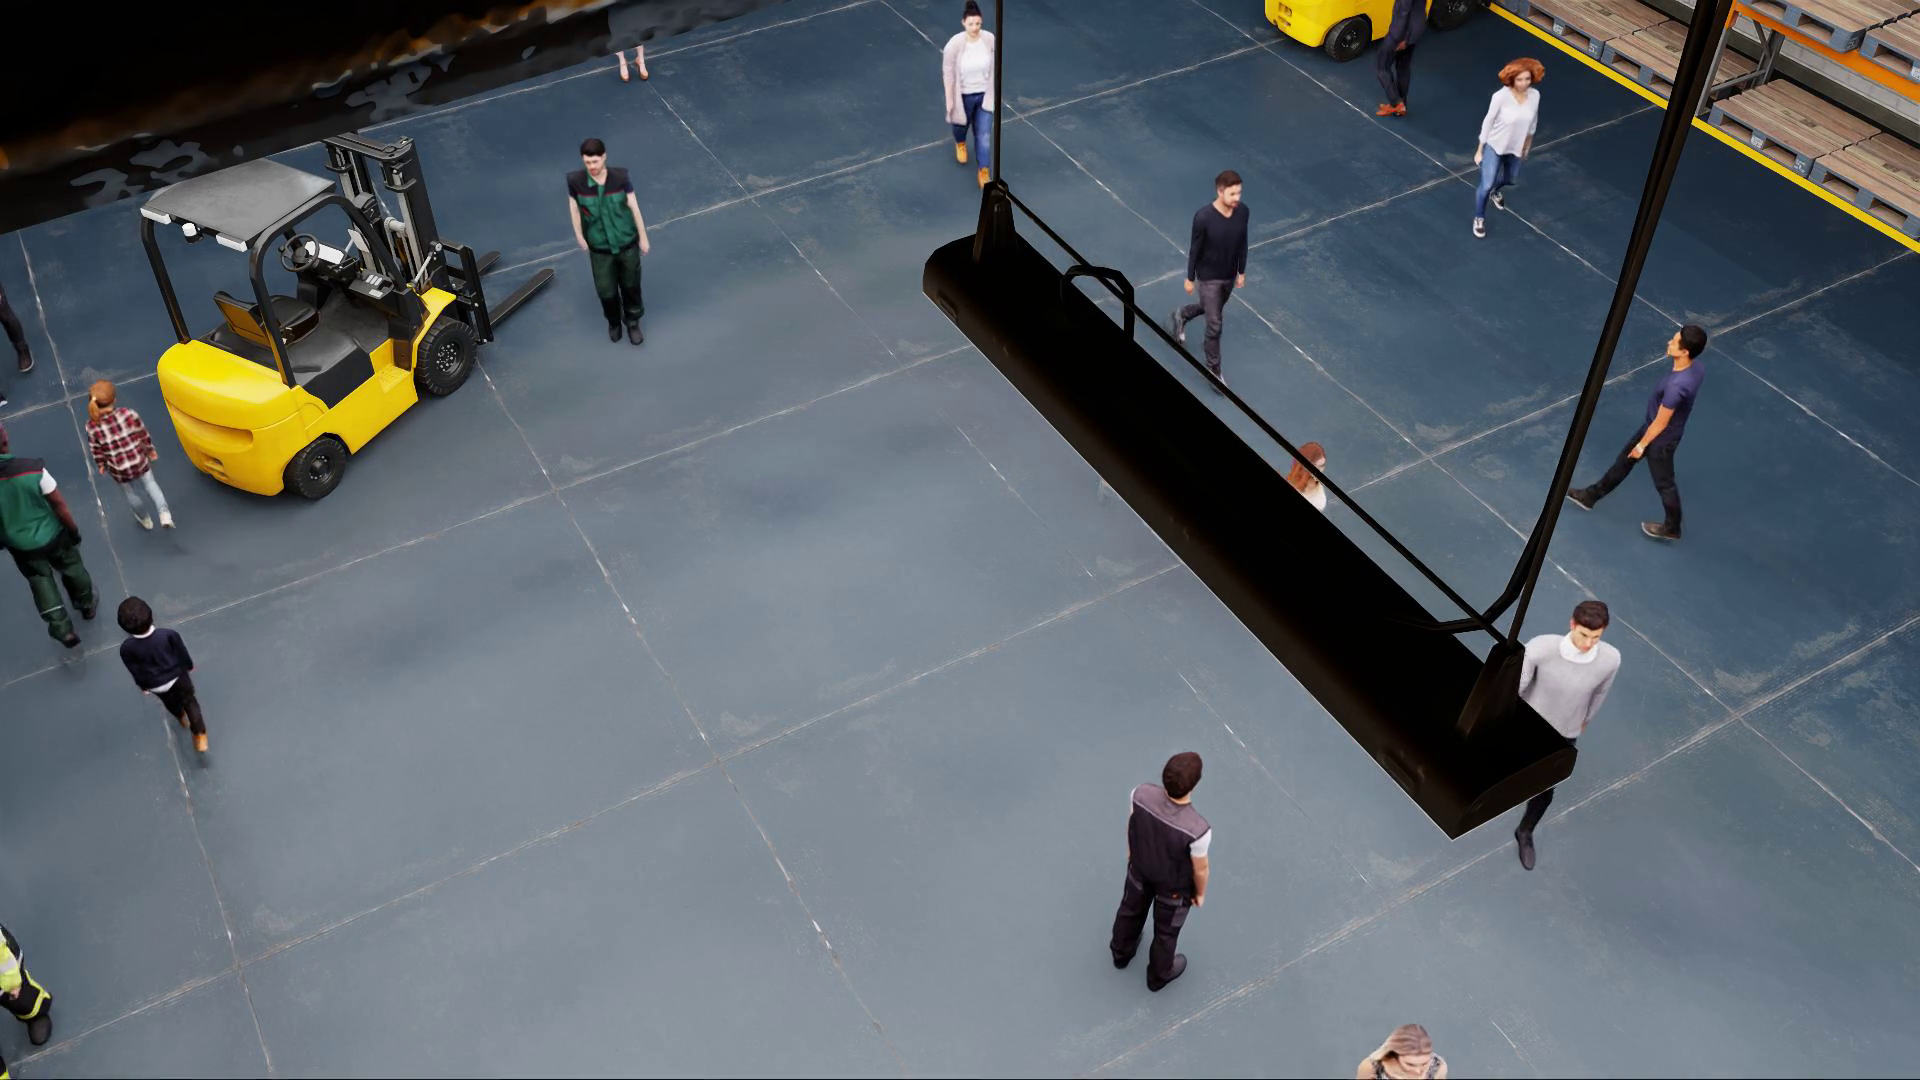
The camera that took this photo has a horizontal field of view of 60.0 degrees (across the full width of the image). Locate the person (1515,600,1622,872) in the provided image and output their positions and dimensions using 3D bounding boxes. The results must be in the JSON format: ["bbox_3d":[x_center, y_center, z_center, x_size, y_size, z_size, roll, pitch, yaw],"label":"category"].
[{"bbox_3d":[3.412,0.976,9.709,1.161,1.933,1.253,7,44,8],"label":"person"}]

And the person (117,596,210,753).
[{"bbox_3d":[-4.949,0.852,10.364,0.502,1.209,0.810,-21,47,-20],"label":"person"}]

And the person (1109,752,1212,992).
[{"bbox_3d":[1.076,1.778,8.930,0.645,1.846,0.785,28,50,27],"label":"person"}]

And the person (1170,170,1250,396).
[{"bbox_3d":[1.943,-2.102,13.012,0.677,1.834,1.185,-19,47,-19],"label":"person"}]

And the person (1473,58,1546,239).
[{"bbox_3d":[4.747,-3.497,14.586,0.889,1.683,0.999,-7,44,-7],"label":"person"}]

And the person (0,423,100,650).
[{"bbox_3d":[-6.022,-0.003,10.818,0.796,1.821,1.025,-17,46,-17],"label":"person"}]

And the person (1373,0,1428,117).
[{"bbox_3d":[4.347,-4.861,15.928,0.760,1.807,0.775,29,51,27],"label":"person"}]

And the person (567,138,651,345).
[{"bbox_3d":[-2.796,-2.434,13.324,0.771,1.885,0.741,-12,45,-12],"label":"person"}]

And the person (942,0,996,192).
[{"bbox_3d":[0.077,-4.130,15.239,0.913,1.698,1.202,-8,44,-9],"label":"person"}]

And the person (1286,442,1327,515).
[{"bbox_3d":[2.125,-0.014,10.916,0.576,1.700,0.733,-25,49,-24],"label":"person"}]

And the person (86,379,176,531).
[{"bbox_3d":[-5.870,-0.542,11.767,0.610,1.291,0.754,-32,52,-29],"label":"person"}]

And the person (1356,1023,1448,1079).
[{"bbox_3d":[2.037,2.747,8.031,0.849,1.685,1.003,1,44,1],"label":"person"}]

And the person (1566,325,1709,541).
[{"bbox_3d":[4.969,-0.691,11.596,1.228,1.745,1.047,20,47,20],"label":"person"}]
